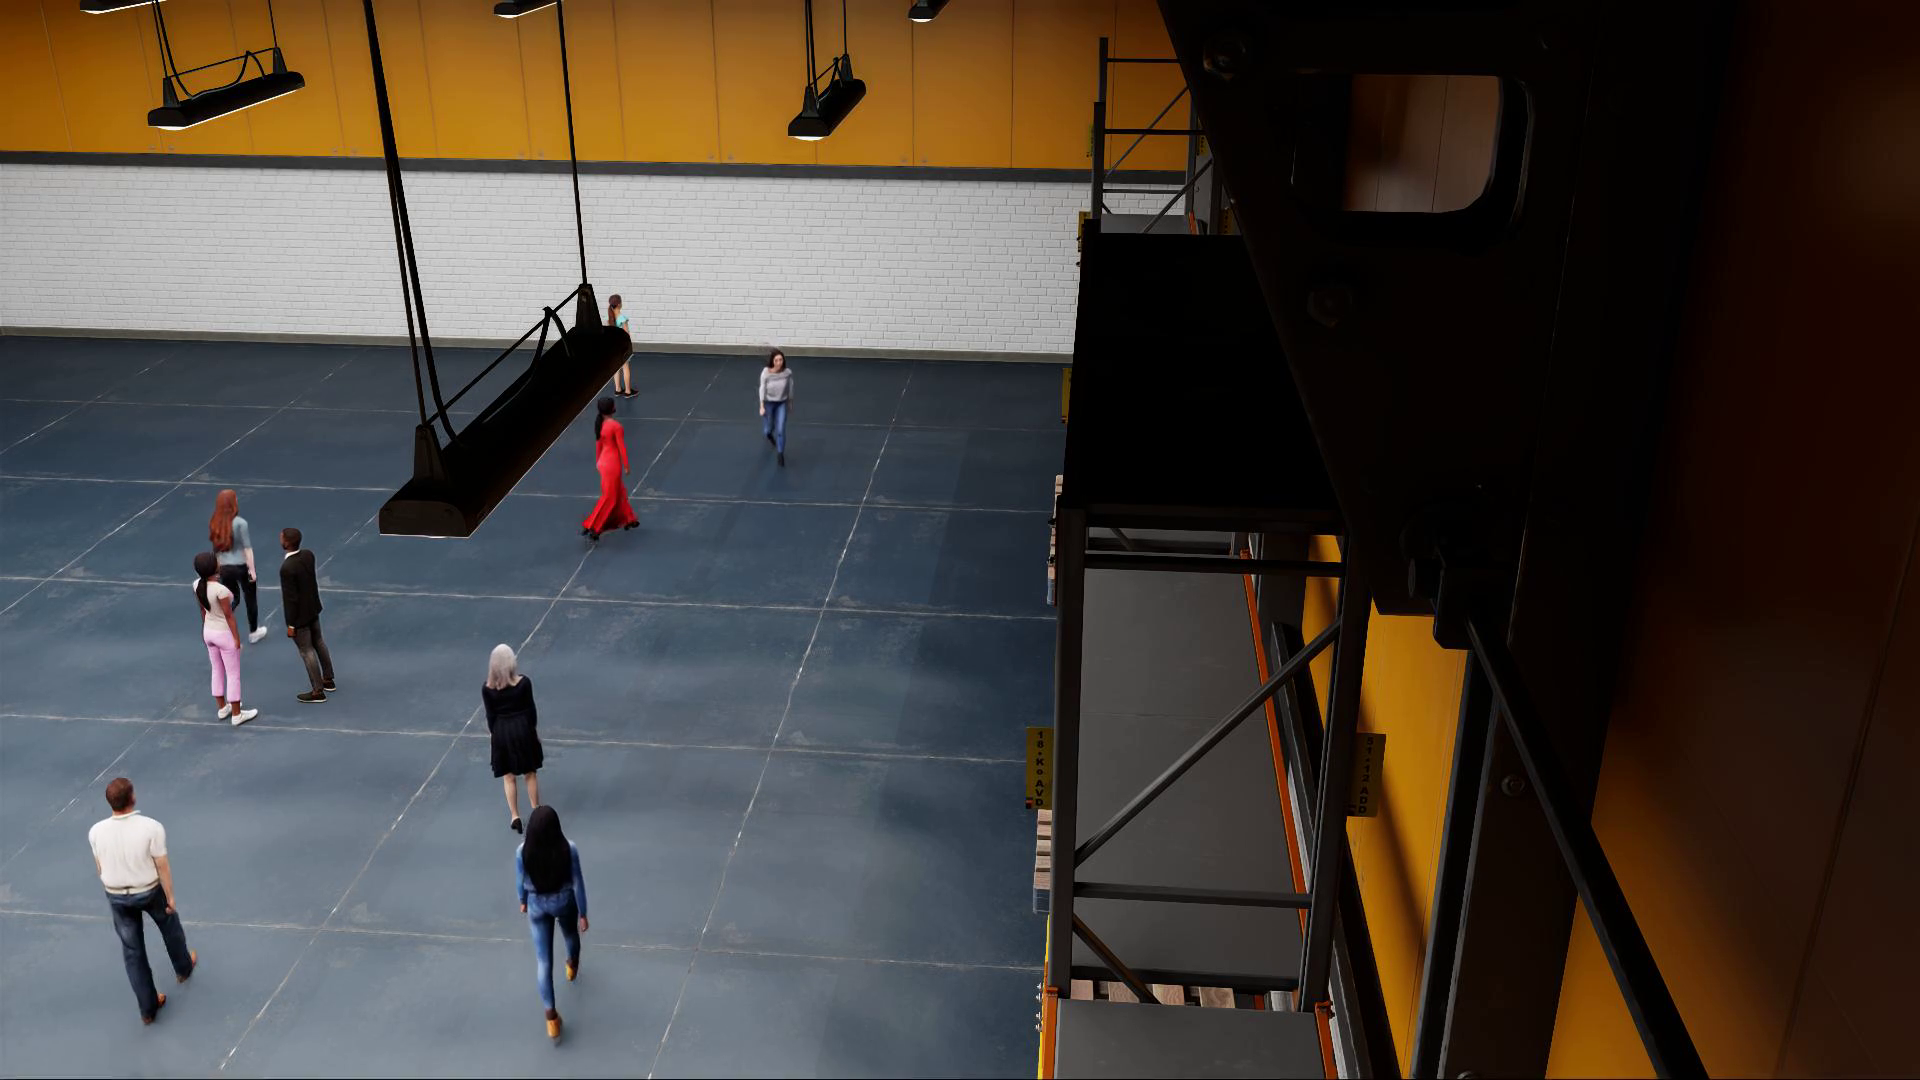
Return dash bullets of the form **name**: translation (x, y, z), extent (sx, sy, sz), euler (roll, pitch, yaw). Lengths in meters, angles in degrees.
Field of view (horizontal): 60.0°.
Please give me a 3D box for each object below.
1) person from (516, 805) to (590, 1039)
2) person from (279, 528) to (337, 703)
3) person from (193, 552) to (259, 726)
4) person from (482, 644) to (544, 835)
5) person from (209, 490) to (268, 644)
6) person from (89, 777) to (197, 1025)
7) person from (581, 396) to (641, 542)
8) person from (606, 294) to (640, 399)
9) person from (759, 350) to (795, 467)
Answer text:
- **person**: translation (-2.890, 2.697, 11.758), extent (0.843, 1.663, 1.251), euler (-4, 24, -9)
- **person**: translation (-6.359, 0.714, 16.126), extent (0.736, 1.800, 0.490), euler (3, 24, 8)
- **person**: translation (-7.005, 0.914, 15.741), extent (0.626, 1.740, 0.622), euler (11, 26, 23)
- **person**: translation (-3.754, 1.669, 14.005), extent (0.675, 1.747, 0.679), euler (-6, 24, -14)
- **person**: translation (-7.460, 0.361, 17.031), extent (0.642, 1.721, 1.010), euler (4, 24, 9)
- **person**: translation (-5.865, 2.600, 11.782), extent (0.842, 1.822, 1.059), euler (-5, 24, -12)
- **person**: translation (-4.204, -0.806, 19.666), extent (1.165, 1.749, 1.041), euler (-21, 31, -40)
- **person**: translation (-5.040, -2.887, 24.664), extent (0.630, 1.558, 0.657), euler (12, 26, 26)
- **person**: translation (-2.466, -1.792, 22.110), extent (0.823, 1.597, 1.037), euler (-7, 25, -15)
